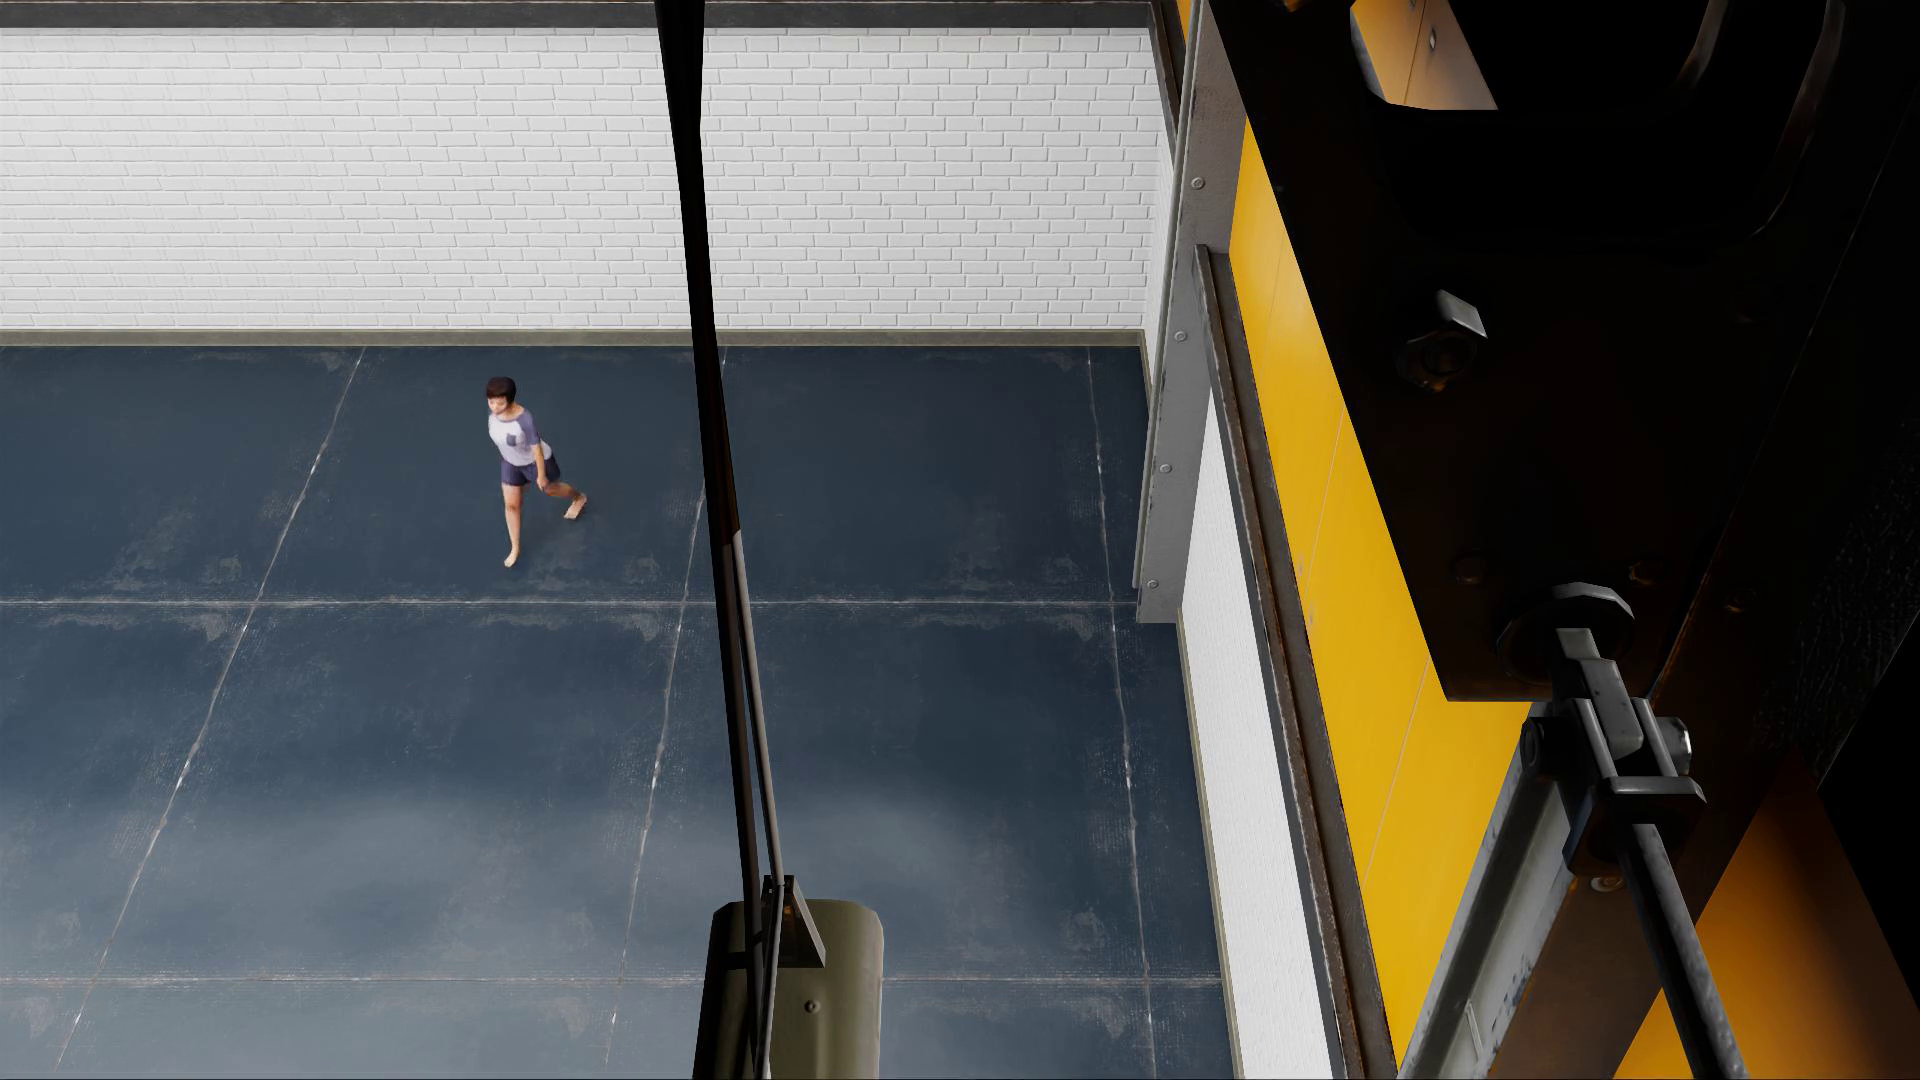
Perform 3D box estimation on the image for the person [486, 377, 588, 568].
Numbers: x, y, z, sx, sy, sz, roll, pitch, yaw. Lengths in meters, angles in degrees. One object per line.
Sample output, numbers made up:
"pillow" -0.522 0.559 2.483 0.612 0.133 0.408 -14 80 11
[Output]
"person" -2.987 -0.597 11.637 0.885 1.521 1.124 21 47 20
